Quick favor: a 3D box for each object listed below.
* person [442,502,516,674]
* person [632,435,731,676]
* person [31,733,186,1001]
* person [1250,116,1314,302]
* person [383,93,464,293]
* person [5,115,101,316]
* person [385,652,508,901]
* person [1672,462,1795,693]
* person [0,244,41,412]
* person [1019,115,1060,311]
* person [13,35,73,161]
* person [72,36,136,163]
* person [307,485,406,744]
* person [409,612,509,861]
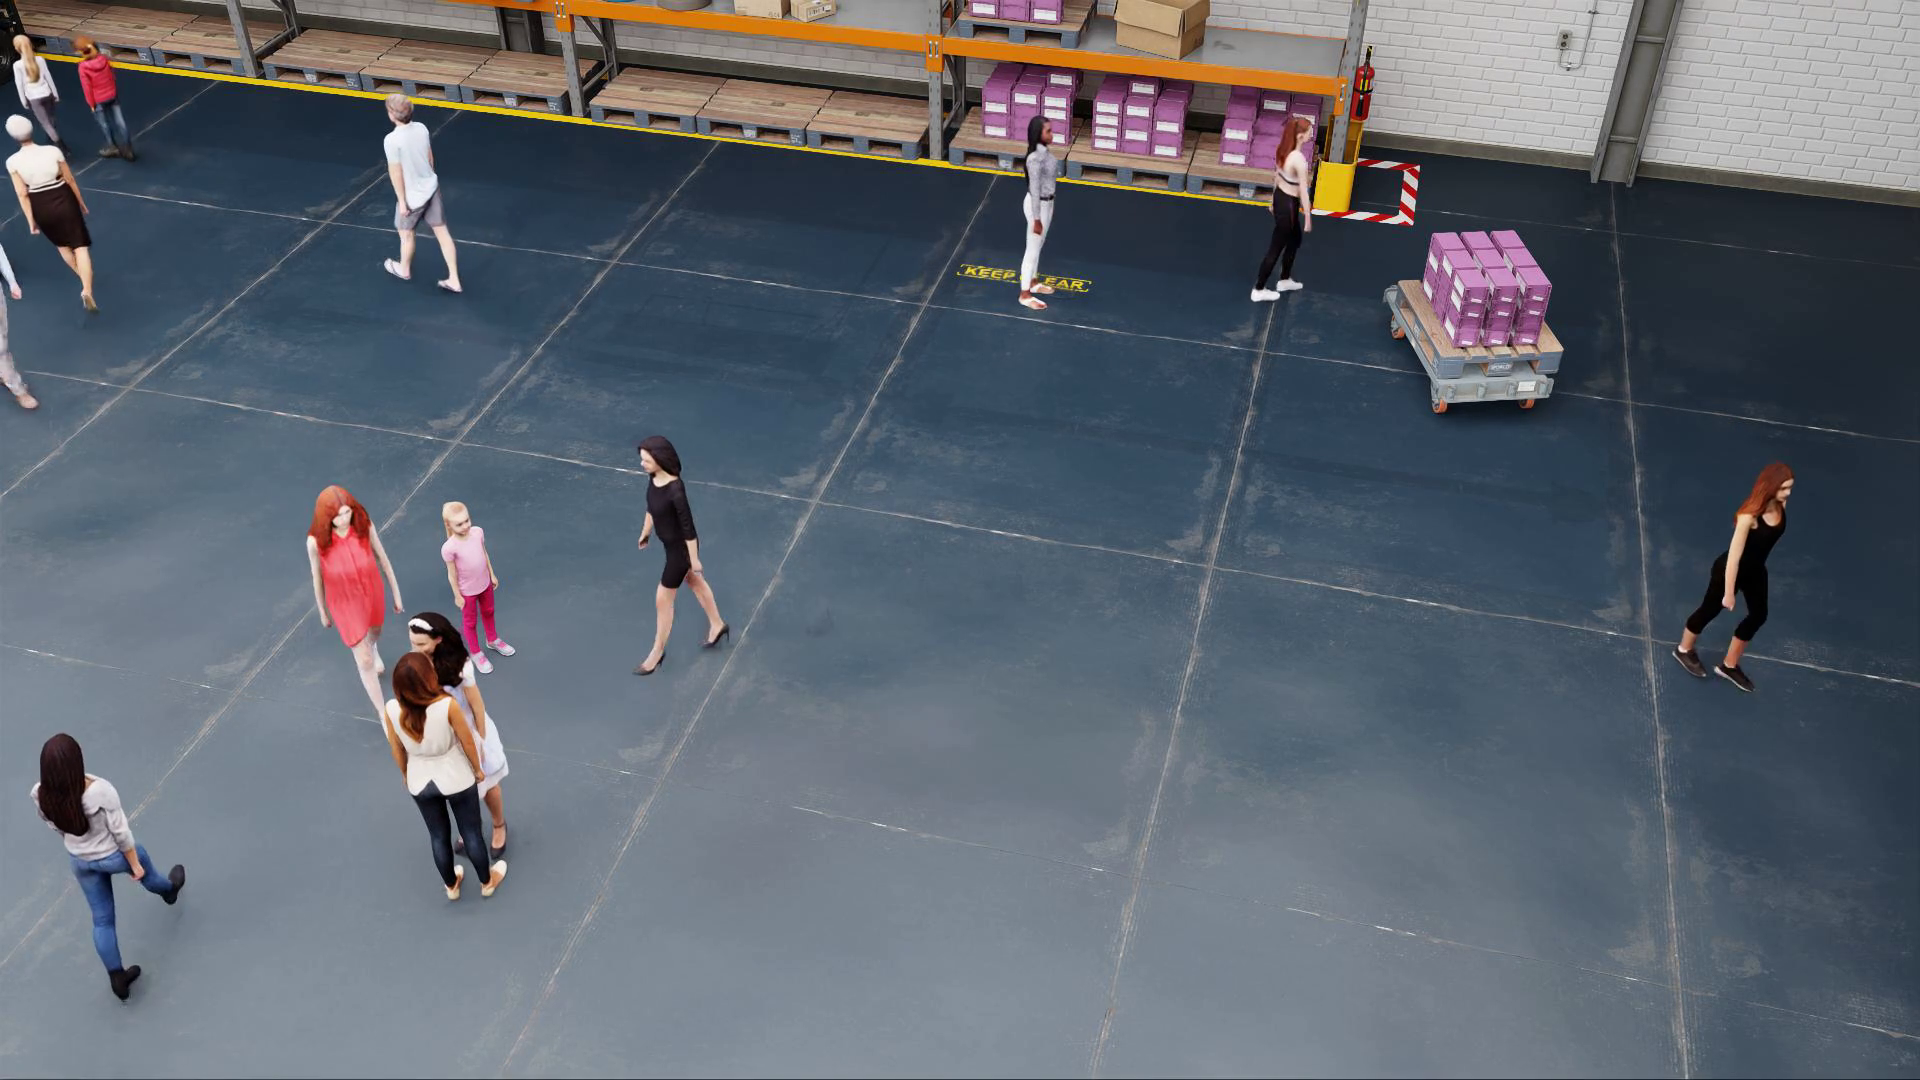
[{"bbox_3d":[-3.175,0.278,10.832,0.588,1.272,0.556,23,44,26],"label":"person"},{"bbox_3d":[-1.724,0.051,10.713,1.031,1.774,0.921,-14,41,-16],"label":"person"},{"bbox_3d":[-4.531,1.746,8.753,1.090,1.572,0.880,-1,39,-2],"label":"person"},{"bbox_3d":[2.718,-2.817,14.342,0.885,1.728,0.802,-9,39,-11],"label":"person"},{"bbox_3d":[-4.647,-2.969,14.471,1.145,1.803,0.918,23,44,26],"label":"person"},{"bbox_3d":[-7.724,-2.743,14.258,1.107,1.717,1.098,-11,40,-14],"label":"person"},{"bbox_3d":[-2.848,1.318,9.119,0.564,1.784,0.720,-1,39,-1],"label":"person"},{"bbox_3d":[4.908,0.162,10.626,0.846,1.709,0.899,-18,42,-21],"label":"person"},{"bbox_3d":[-7.815,-1.965,13.165,1.003,1.865,0.811,20,43,23],"label":"person"},{"bbox_3d":[0.685,-2.856,14.395,0.492,1.723,0.590,10,40,12],"label":"person"},{"bbox_3d":[-9.240,-4.437,16.742,0.951,1.263,0.750,29,47,31],"label":"person"},{"bbox_3d":[-8.541,-4.406,16.677,0.741,1.297,0.658,28,46,30],"label":"person"},{"bbox_3d":[-3.750,0.355,10.331,1.071,1.778,1.192,-24,45,-27],"label":"person"},{"bbox_3d":[-2.833,1.110,9.354,0.644,1.817,0.743,8,39,10],"label":"person"}]
